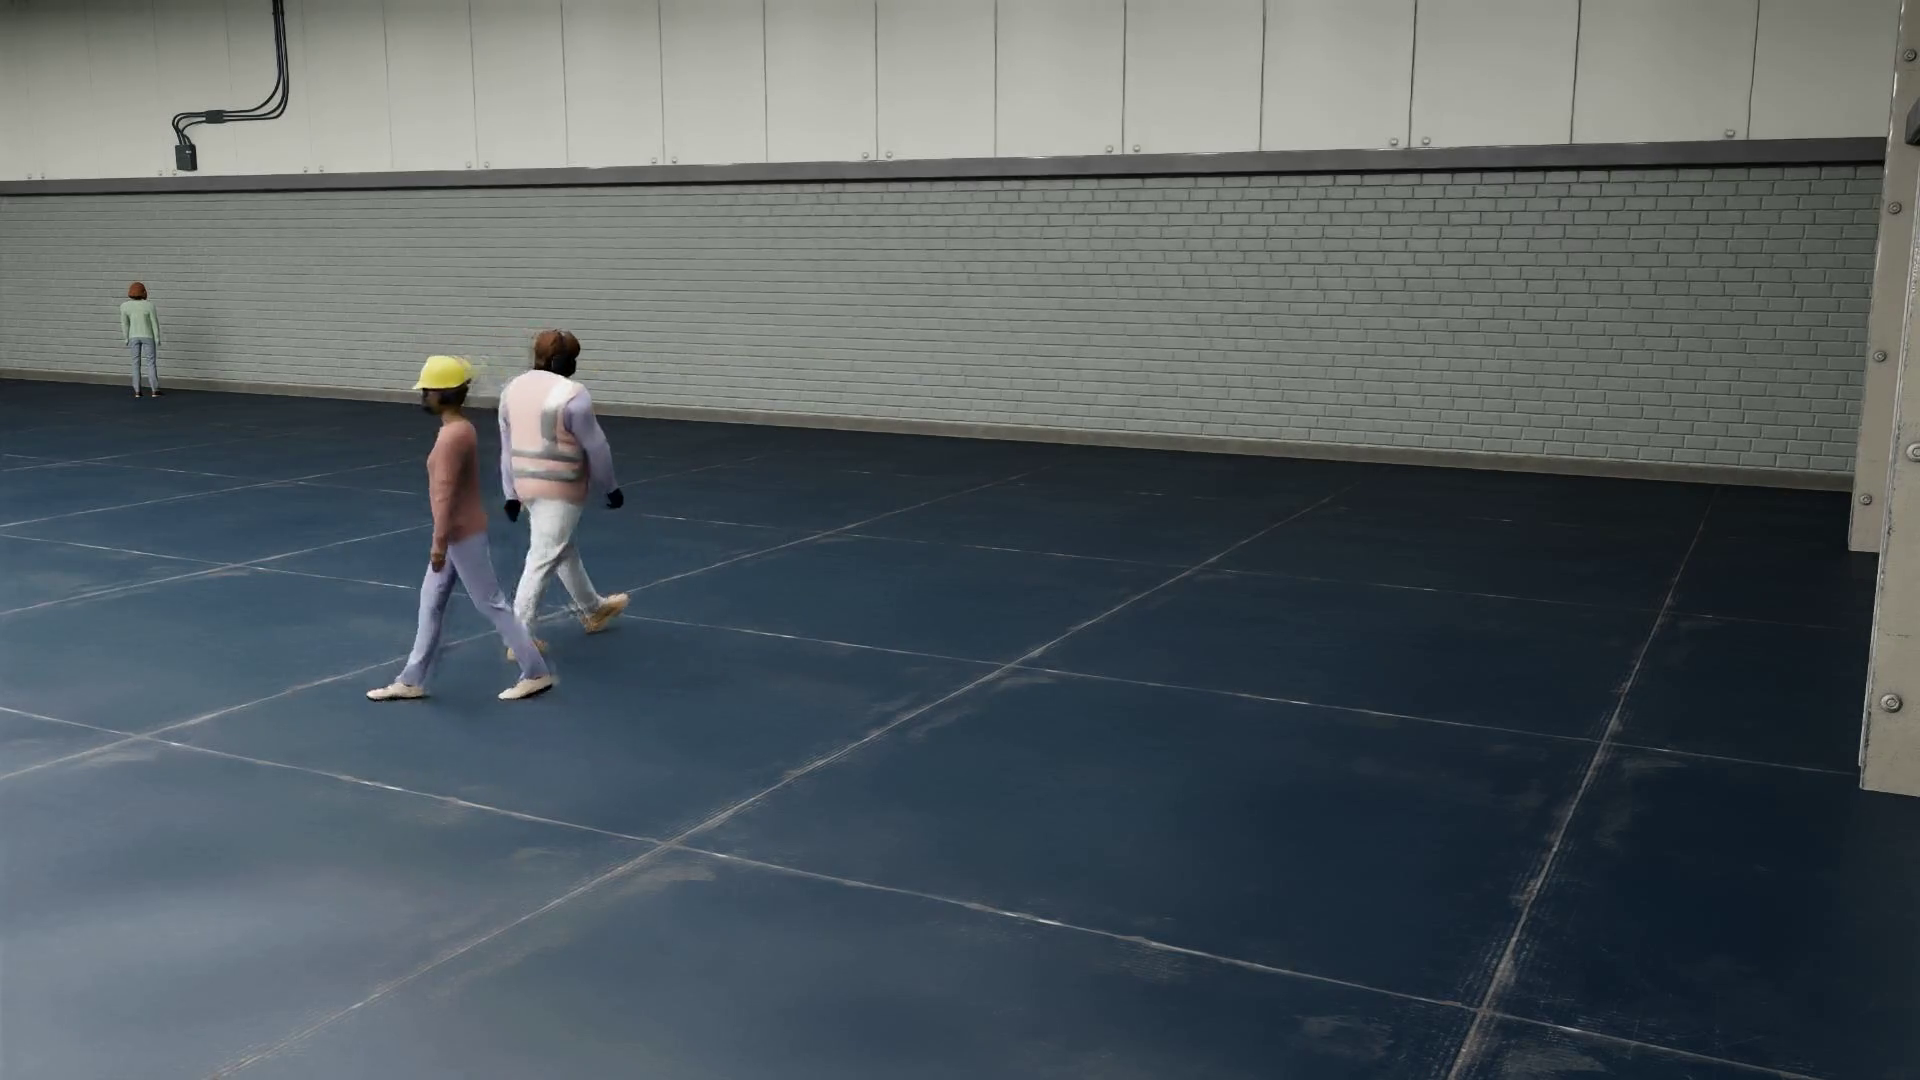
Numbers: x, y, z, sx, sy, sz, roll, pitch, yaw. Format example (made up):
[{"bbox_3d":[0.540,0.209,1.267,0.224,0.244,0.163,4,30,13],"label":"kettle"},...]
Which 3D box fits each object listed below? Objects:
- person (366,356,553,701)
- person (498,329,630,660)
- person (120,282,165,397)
[{"bbox_3d":[-2.456,-0.041,8.146,0.893,1.720,0.535,-2,11,-12],"label":"person"},{"bbox_3d":[-2.196,-0.272,9.229,0.626,1.780,0.980,8,13,38],"label":"person"},{"bbox_3d":[-11.666,-2.855,23.722,0.498,1.634,0.278,-1,10,-7],"label":"person"}]
